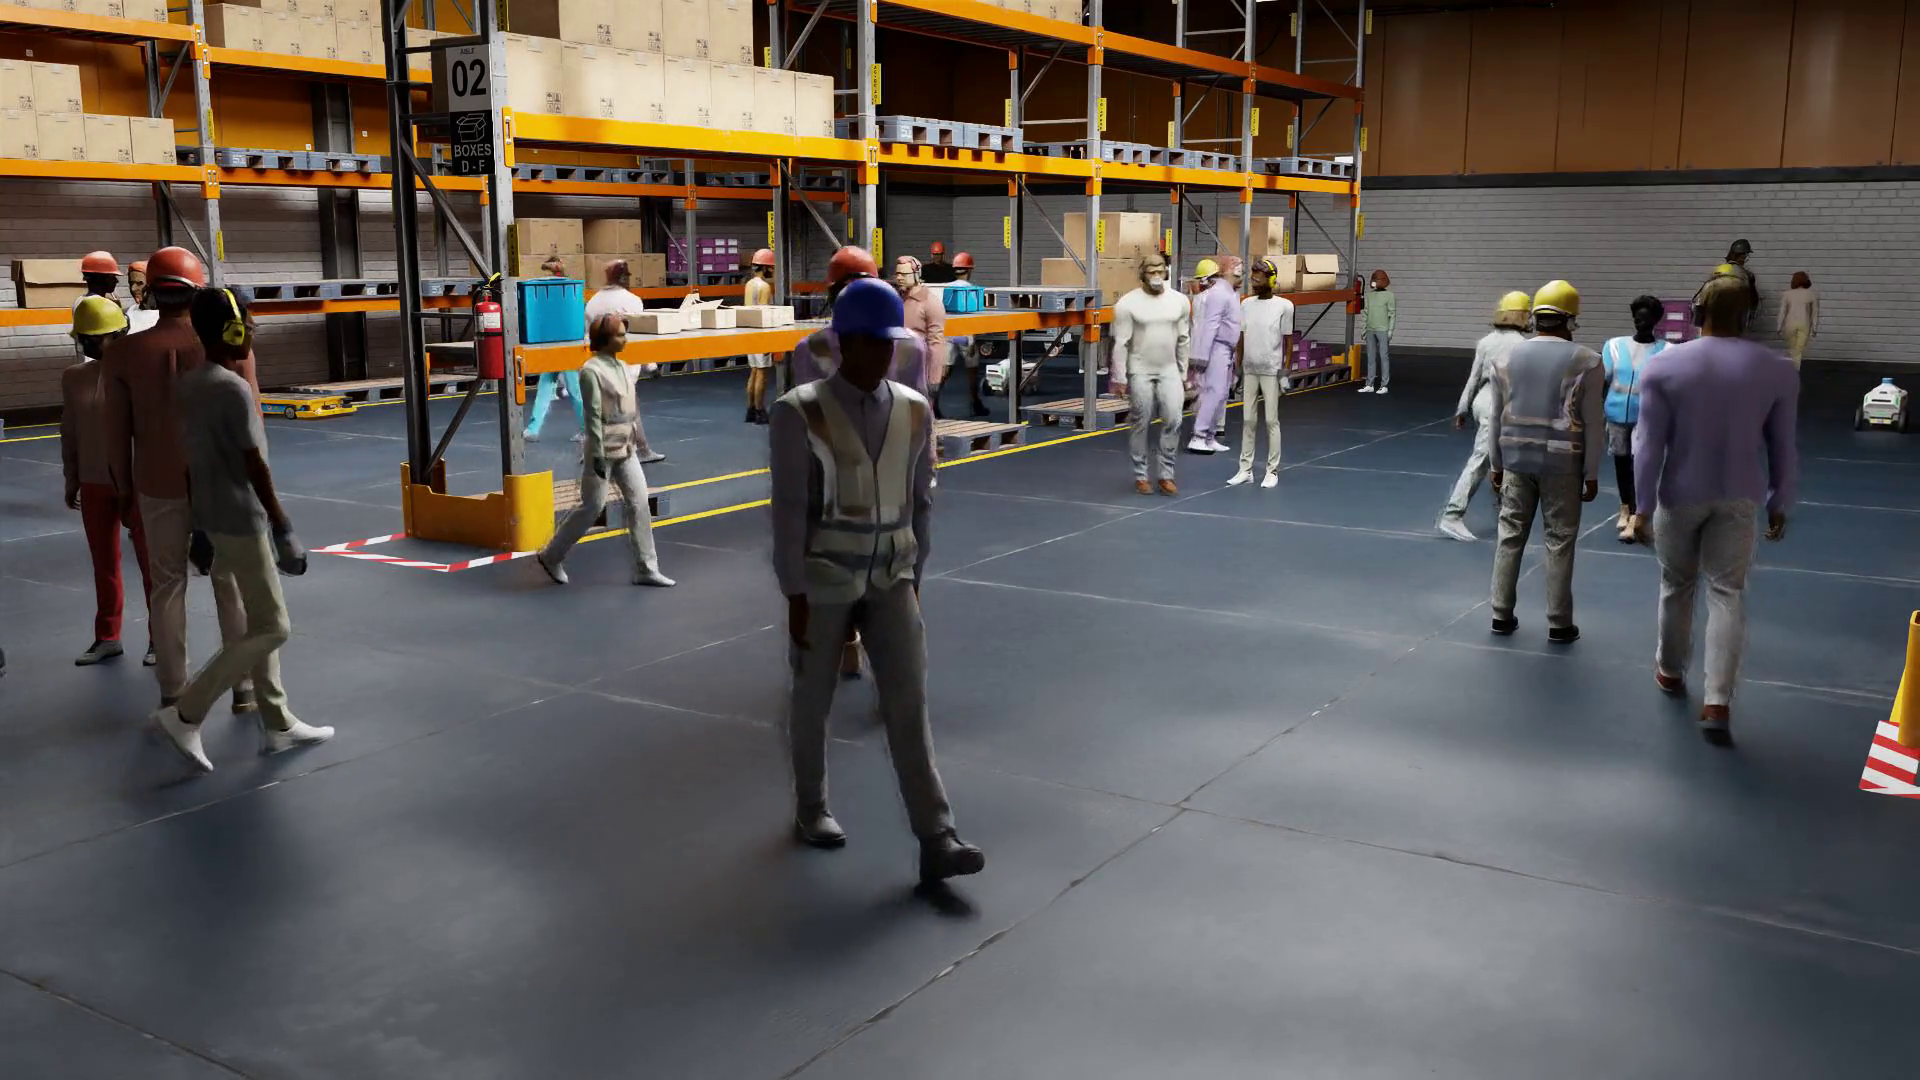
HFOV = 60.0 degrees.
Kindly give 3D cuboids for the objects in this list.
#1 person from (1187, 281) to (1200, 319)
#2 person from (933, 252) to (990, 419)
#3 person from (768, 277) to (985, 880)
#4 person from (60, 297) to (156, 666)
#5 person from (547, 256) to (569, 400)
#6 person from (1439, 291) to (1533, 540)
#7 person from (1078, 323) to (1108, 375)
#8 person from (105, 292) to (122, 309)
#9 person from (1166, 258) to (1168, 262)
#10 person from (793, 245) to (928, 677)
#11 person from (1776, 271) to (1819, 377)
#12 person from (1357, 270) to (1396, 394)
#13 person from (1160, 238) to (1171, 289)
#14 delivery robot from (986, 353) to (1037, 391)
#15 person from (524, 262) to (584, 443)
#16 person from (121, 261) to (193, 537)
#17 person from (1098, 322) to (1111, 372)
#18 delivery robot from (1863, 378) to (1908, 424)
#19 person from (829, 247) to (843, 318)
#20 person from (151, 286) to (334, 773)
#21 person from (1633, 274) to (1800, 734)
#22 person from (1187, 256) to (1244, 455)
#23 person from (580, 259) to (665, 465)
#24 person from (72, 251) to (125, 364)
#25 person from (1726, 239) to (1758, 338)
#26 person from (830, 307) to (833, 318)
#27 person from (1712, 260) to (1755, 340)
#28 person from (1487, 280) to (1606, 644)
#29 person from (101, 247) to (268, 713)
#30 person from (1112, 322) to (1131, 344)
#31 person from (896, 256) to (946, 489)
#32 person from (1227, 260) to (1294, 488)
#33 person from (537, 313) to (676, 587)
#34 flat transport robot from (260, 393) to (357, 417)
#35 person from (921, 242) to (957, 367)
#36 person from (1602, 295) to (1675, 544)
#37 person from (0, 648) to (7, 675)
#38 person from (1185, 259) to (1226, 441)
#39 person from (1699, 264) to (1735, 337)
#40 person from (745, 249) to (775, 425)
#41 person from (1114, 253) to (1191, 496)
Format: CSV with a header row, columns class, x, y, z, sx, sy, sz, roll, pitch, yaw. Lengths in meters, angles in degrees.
class,x,y,z,sx,sy,sz,roll,pitch,yaw
person,4.012,-3.759,27.411,0.541,1.695,0.315,3,11,16
person,-0.040,-2.309,18.864,0.561,1.894,1.000,7,13,36
person,-0.305,0.133,5.271,0.628,1.892,0.981,-6,12,-30
person,-4.012,-0.269,7.905,0.523,1.760,0.327,1,10,4
person,-5.123,-2.699,21.223,0.546,1.817,0.998,1,10,7
person,3.674,-0.858,11.422,0.968,1.674,0.529,-4,11,-23
person,1.990,-3.447,25.043,0.384,1.928,0.589,-7,12,-34
person,-6.810,-1.197,13.368,0.512,1.642,0.311,1,10,5
person,3.030,-3.341,24.748,0.997,1.842,0.587,-6,12,-30
person,-0.423,-0.298,7.388,0.618,2.009,0.912,-2,10,-10
person,11.828,-3.002,23.513,0.524,1.594,0.805,7,13,35
person,5.523,-2.751,22.001,0.272,1.632,0.507,-8,13,-37
person,2.815,-3.218,23.453,0.605,2.045,0.377,-4,11,-19
delivery robot,0.673,-2.174,21.533,0.707,0.478,0.477,-10,14,-44
person,-4.045,-1.859,16.597,0.755,1.817,0.581,-9,13,-40
person,-5.446,-0.943,11.290,0.584,1.882,0.337,1,10,5
person,2.236,-3.405,25.610,0.306,1.640,0.522,0,10,-2
delivery robot,9.836,-1.476,17.669,0.477,0.478,0.707,7,12,35
person,-1.468,-3.051,22.861,0.672,1.934,0.434,-7,12,-34
person,-2.775,-0.033,6.349,0.688,1.847,0.539,-10,14,-43
person,3.168,-0.167,7.012,0.649,1.887,1.032,3,11,17
person,2.470,-1.755,15.835,0.469,1.870,0.699,3,11,18
person,-3.039,-1.552,14.755,0.633,1.864,1.005,9,14,41
person,-6.631,-1.265,12.930,0.552,1.934,0.363,9,13,40
person,11.125,-3.282,23.815,0.537,2.000,0.690,3,11,14
person,-1.423,-2.658,20.956,0.430,1.835,0.621,-3,11,-18
person,11.894,-3.512,25.659,0.619,1.839,0.430,3,11,18
person,2.961,-0.393,8.426,0.591,1.823,0.405,9,13,40
person,-3.261,-0.236,7.065,0.622,1.991,0.389,-3,11,-16
person,2.540,-3.333,24.569,0.558,1.875,1.029,2,10,11
person,-0.416,-1.344,13.488,0.635,1.899,0.402,9,14,42
person,2.472,-1.358,13.648,0.519,1.865,0.326,8,13,37
person,-2.090,-0.518,9.679,0.789,1.608,0.522,3,11,18
flat transport robot,-7.774,-1.563,19.196,1.431,0.197,0.652,4,11,19
person,-0.351,-3.760,26.590,0.623,1.992,0.396,0,10,-1
person,4.597,-0.838,11.347,0.536,1.657,0.842,8,13,37
person,-4.466,-0.139,7.137,0.617,1.774,0.894,-3,11,-16
person,2.497,-1.902,16.762,0.588,1.827,0.403,-10,14,-43
person,9.005,-2.384,19.684,0.746,1.741,0.530,-8,13,-36
person,-2.173,-2.234,18.335,0.408,1.927,0.557,-5,11,-27
person,1.538,-1.282,13.085,0.647,1.914,0.696,-2,10,-11
